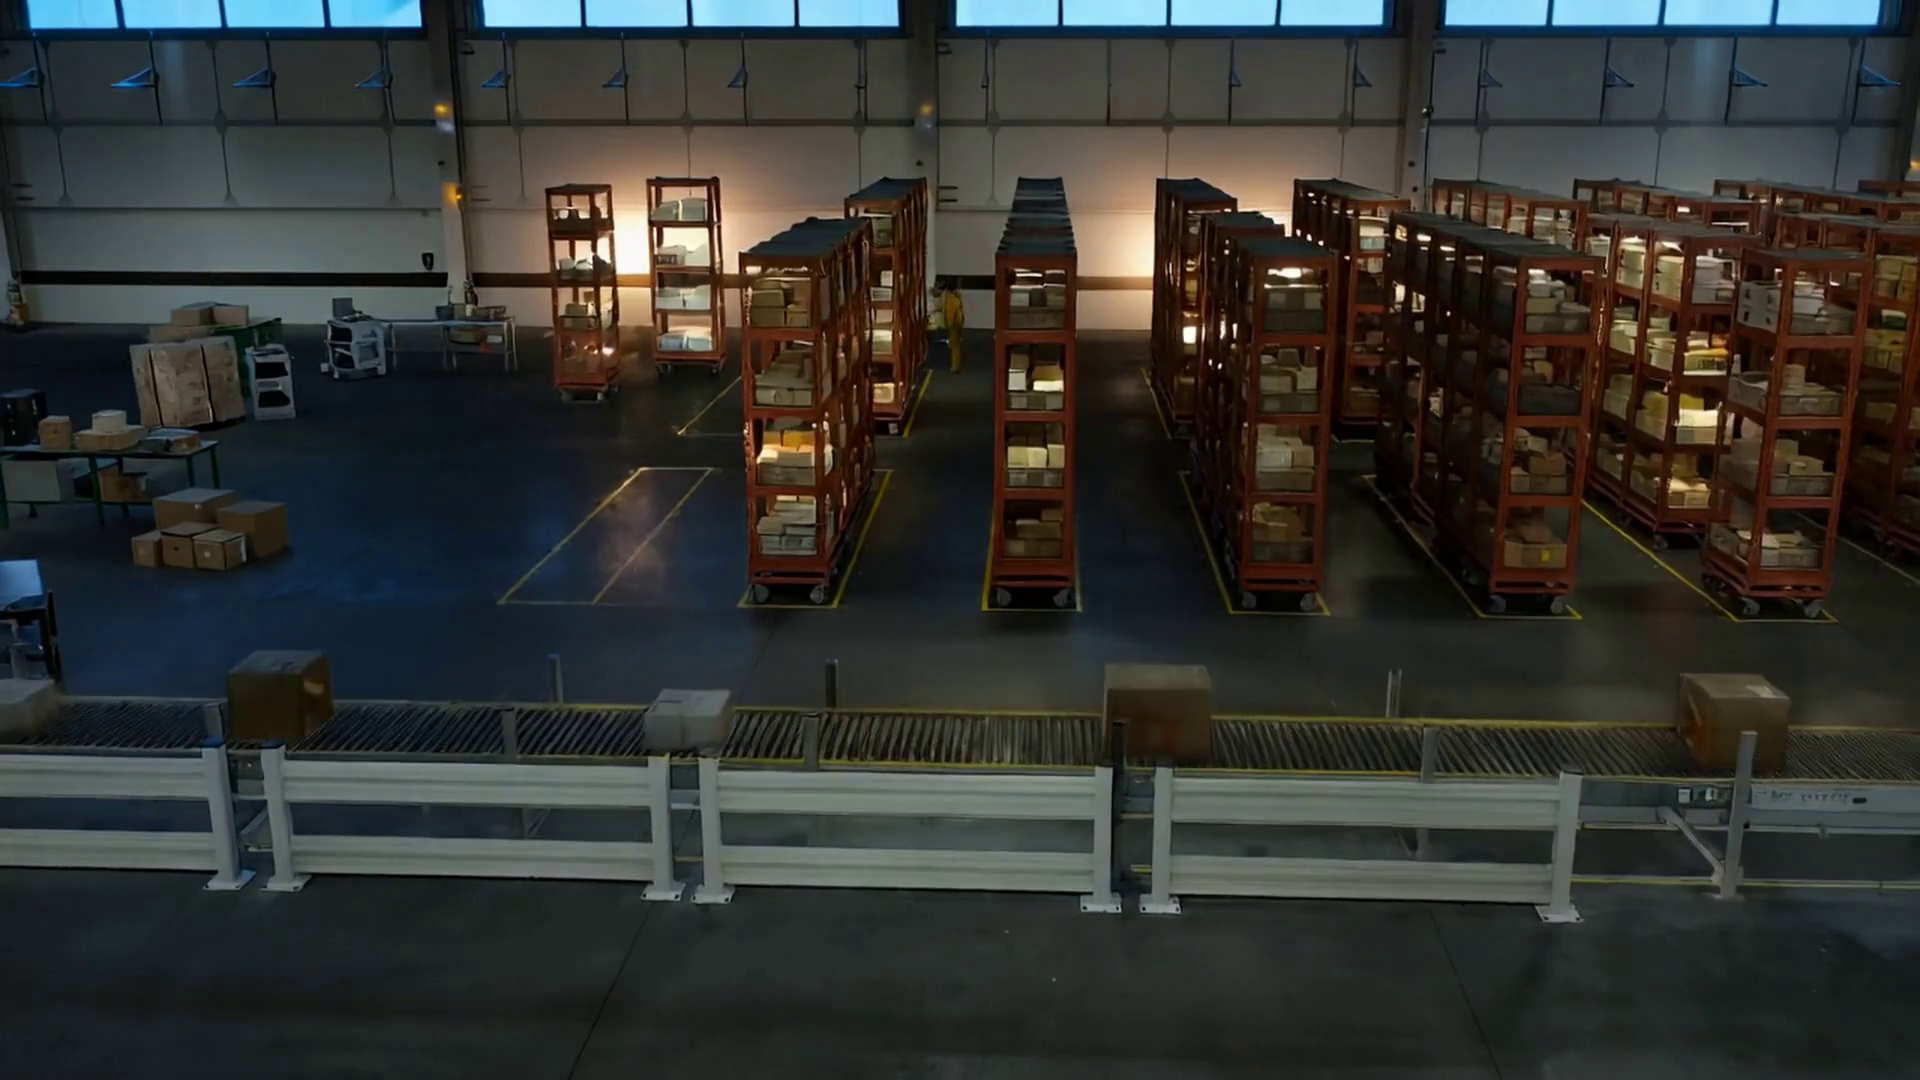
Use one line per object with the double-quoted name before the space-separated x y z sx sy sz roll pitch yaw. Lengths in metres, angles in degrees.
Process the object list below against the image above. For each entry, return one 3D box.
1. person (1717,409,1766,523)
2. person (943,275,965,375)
"person" 9.513 -1.101 20.216 0.618 1.794 0.842 1 15 5
"person" -0.100 -3.998 30.873 0.389 1.850 0.566 -2 15 -8
